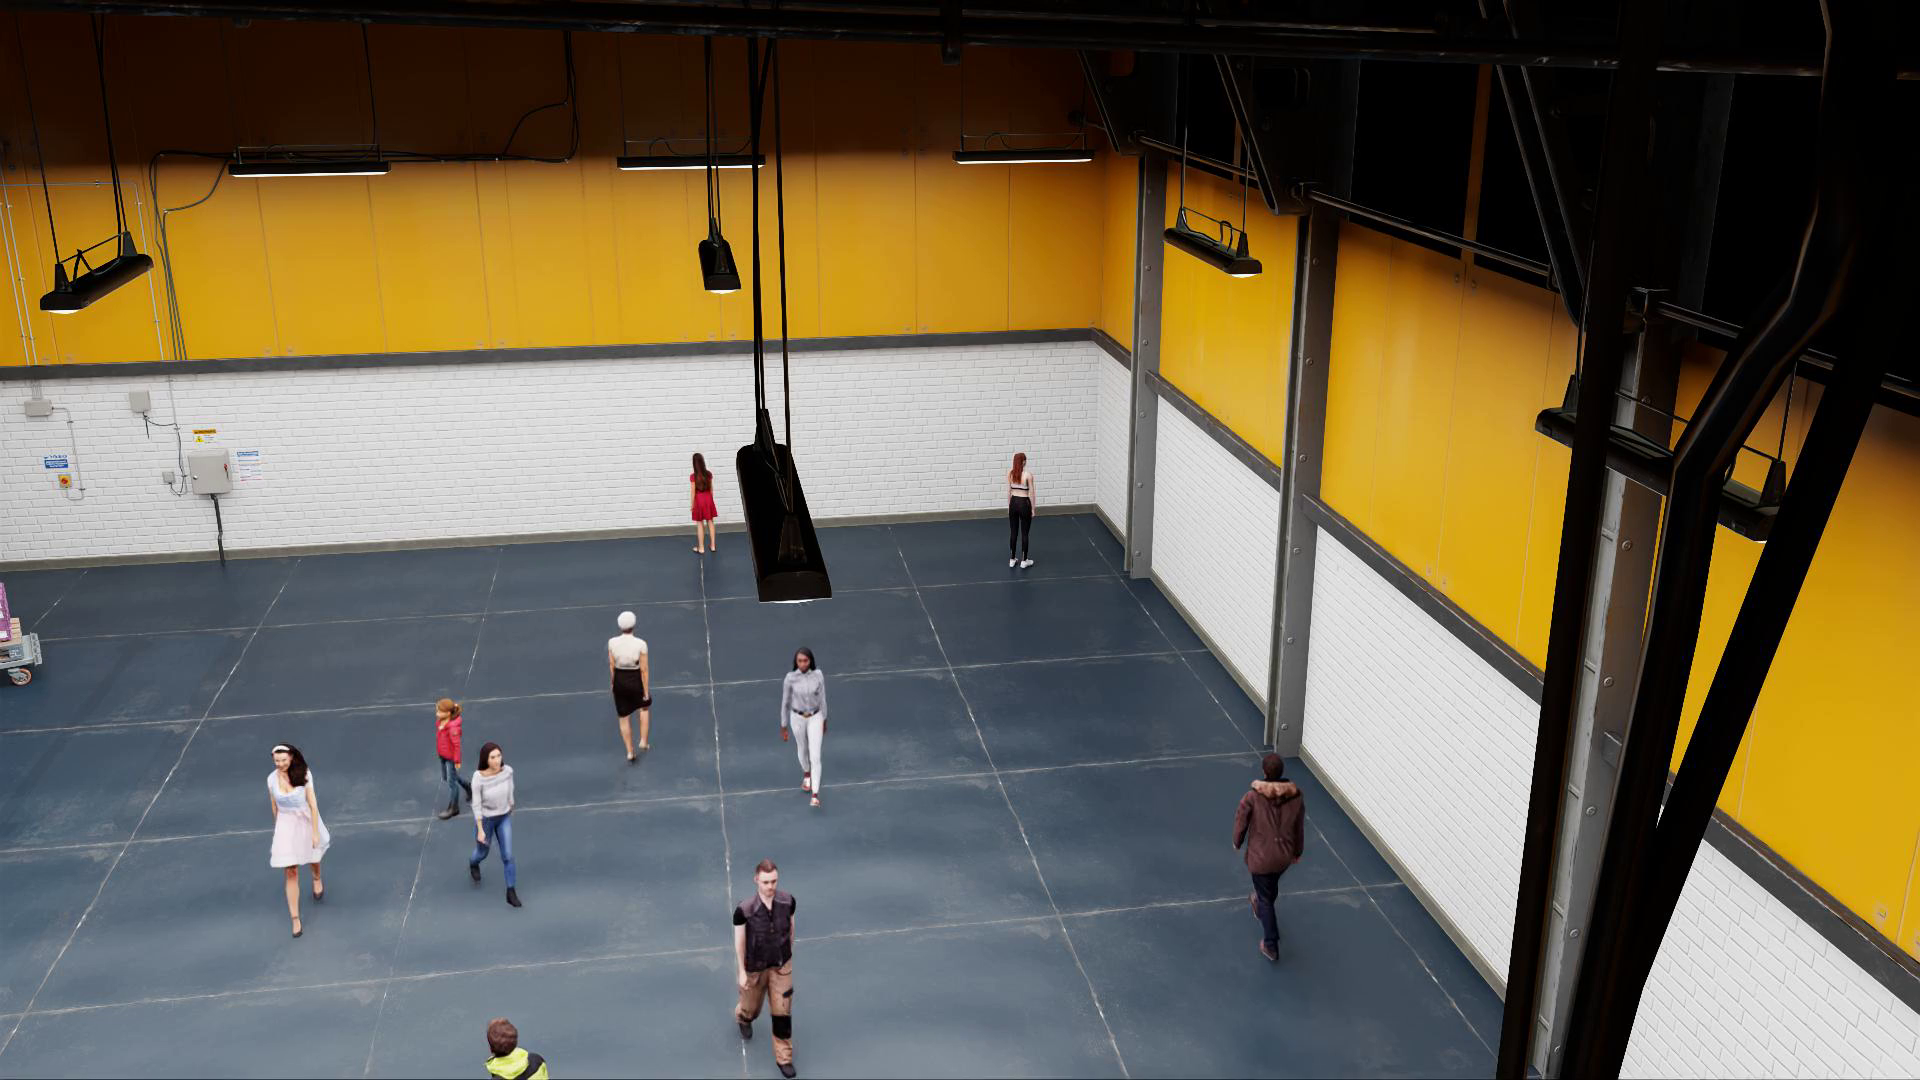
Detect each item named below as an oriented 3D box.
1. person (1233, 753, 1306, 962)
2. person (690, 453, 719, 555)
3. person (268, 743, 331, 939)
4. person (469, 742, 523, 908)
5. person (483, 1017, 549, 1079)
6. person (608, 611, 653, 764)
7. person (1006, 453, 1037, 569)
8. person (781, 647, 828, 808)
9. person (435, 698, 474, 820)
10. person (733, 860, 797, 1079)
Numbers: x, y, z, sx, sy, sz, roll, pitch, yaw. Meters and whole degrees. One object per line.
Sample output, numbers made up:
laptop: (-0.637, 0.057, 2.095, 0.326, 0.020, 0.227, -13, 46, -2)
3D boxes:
person: (2.765, 2.839, 14.691, 0.779, 1.786, 1.136, -4, 19, -13)
person: (-3.891, -0.568, 25.174, 0.646, 1.552, 0.702, -11, 22, -30)
person: (-6.043, 2.662, 15.274, 0.712, 1.750, 1.228, -5, 19, -15)
person: (-4.423, 2.633, 15.587, 0.933, 1.605, 1.133, -15, 24, -37)
person: (-2.885, 4.012, 10.905, 0.928, 1.979, 0.817, 8, 20, 23)
person: (-3.651, 1.660, 18.269, 0.692, 1.737, 0.780, 0, 19, 1)
person: (0.885, -0.451, 24.530, 0.670, 1.742, 0.692, 8, 20, 23)
person: (-1.624, 1.916, 17.595, 0.730, 1.681, 1.148, -1, 19, -3)
person: (-5.231, 2.230, 17.248, 0.770, 1.309, 0.758, -15, 24, -38)
person: (-1.569, 3.328, 13.197, 0.808, 1.813, 1.090, -8, 20, -21)
